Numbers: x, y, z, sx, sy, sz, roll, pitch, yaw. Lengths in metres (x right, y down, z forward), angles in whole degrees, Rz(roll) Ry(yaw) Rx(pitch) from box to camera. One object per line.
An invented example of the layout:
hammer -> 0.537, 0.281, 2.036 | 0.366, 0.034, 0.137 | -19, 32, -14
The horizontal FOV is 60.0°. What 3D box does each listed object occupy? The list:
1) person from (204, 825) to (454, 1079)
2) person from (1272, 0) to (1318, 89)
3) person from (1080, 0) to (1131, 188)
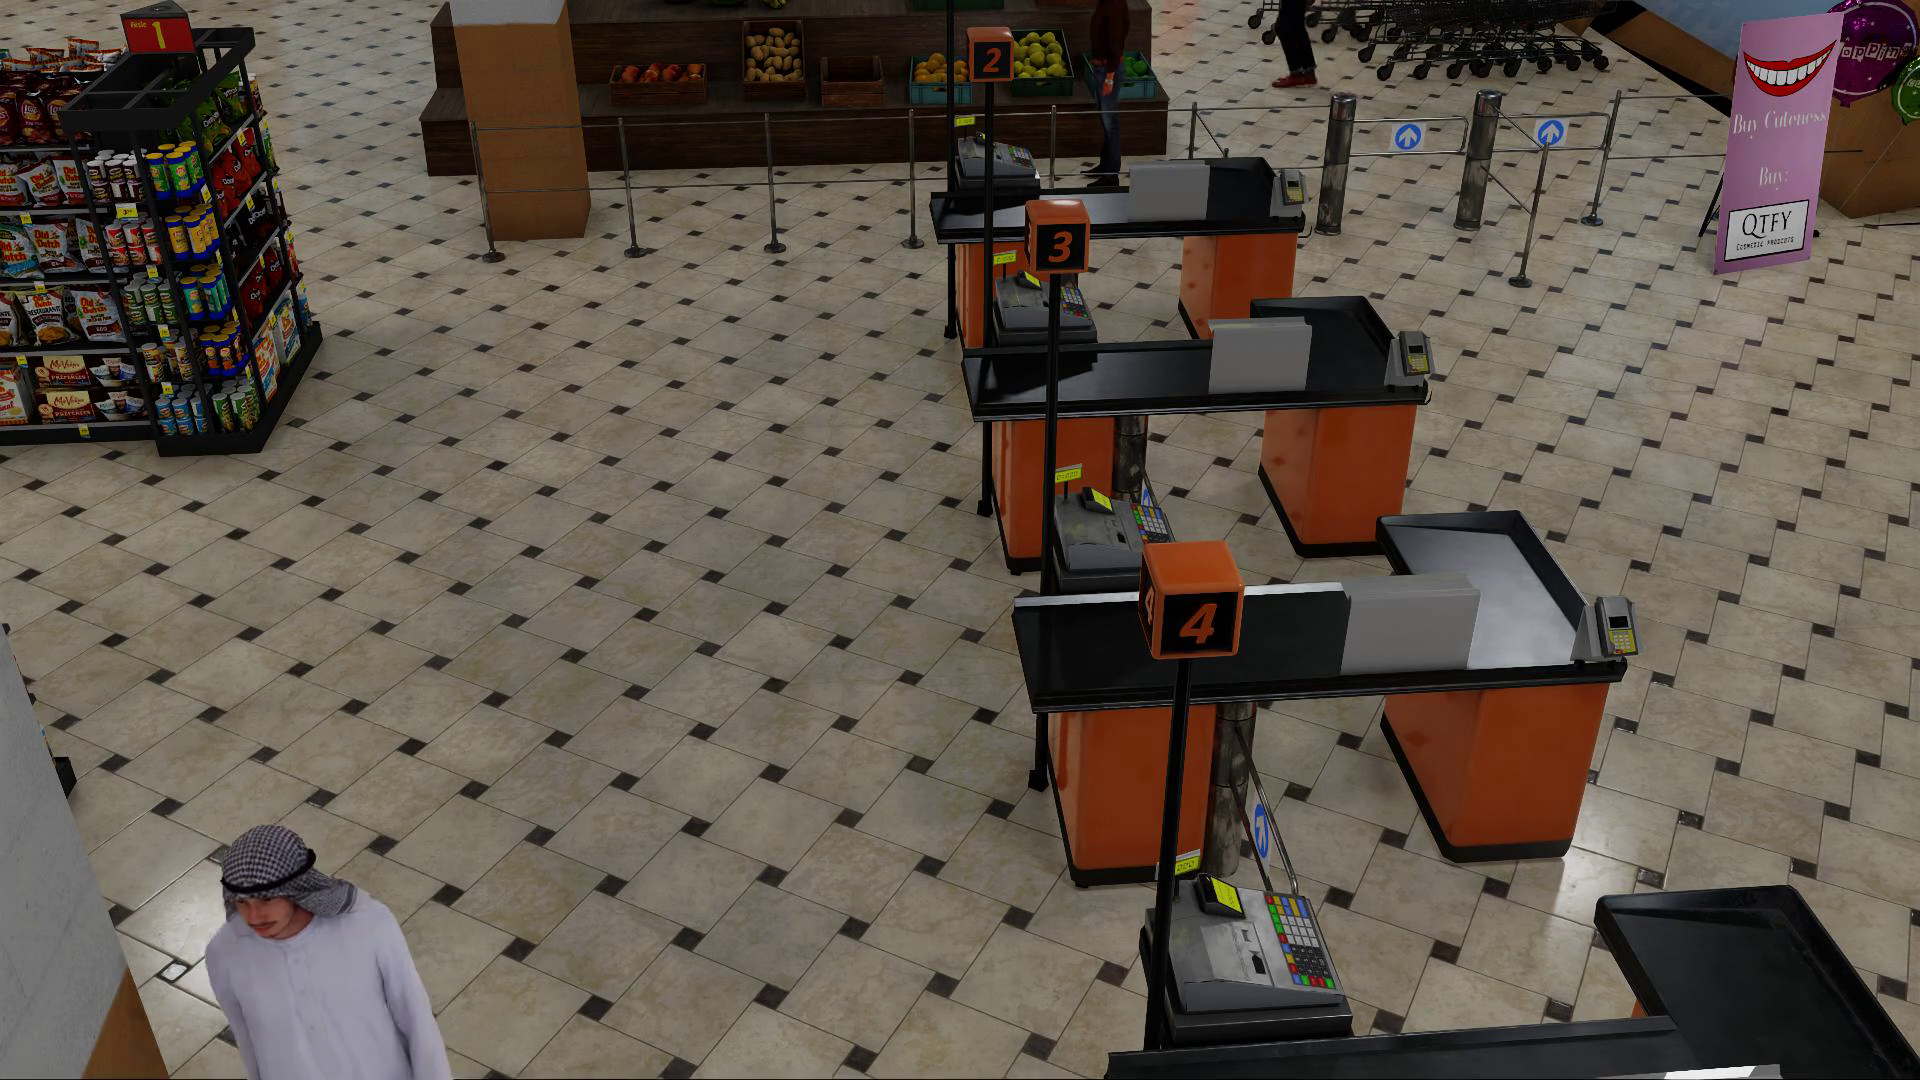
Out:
person -> -1.639, 1.448, 4.549 | 1.280, 1.885, 0.960 | -11, 34, -17
person -> 3.096, -4.927, 14.894 | 0.772, 1.780, 0.776 | -3, 32, -4
person -> 1.148, -3.595, 12.752 | 0.503, 1.782, 0.640 | -3, 32, -5
